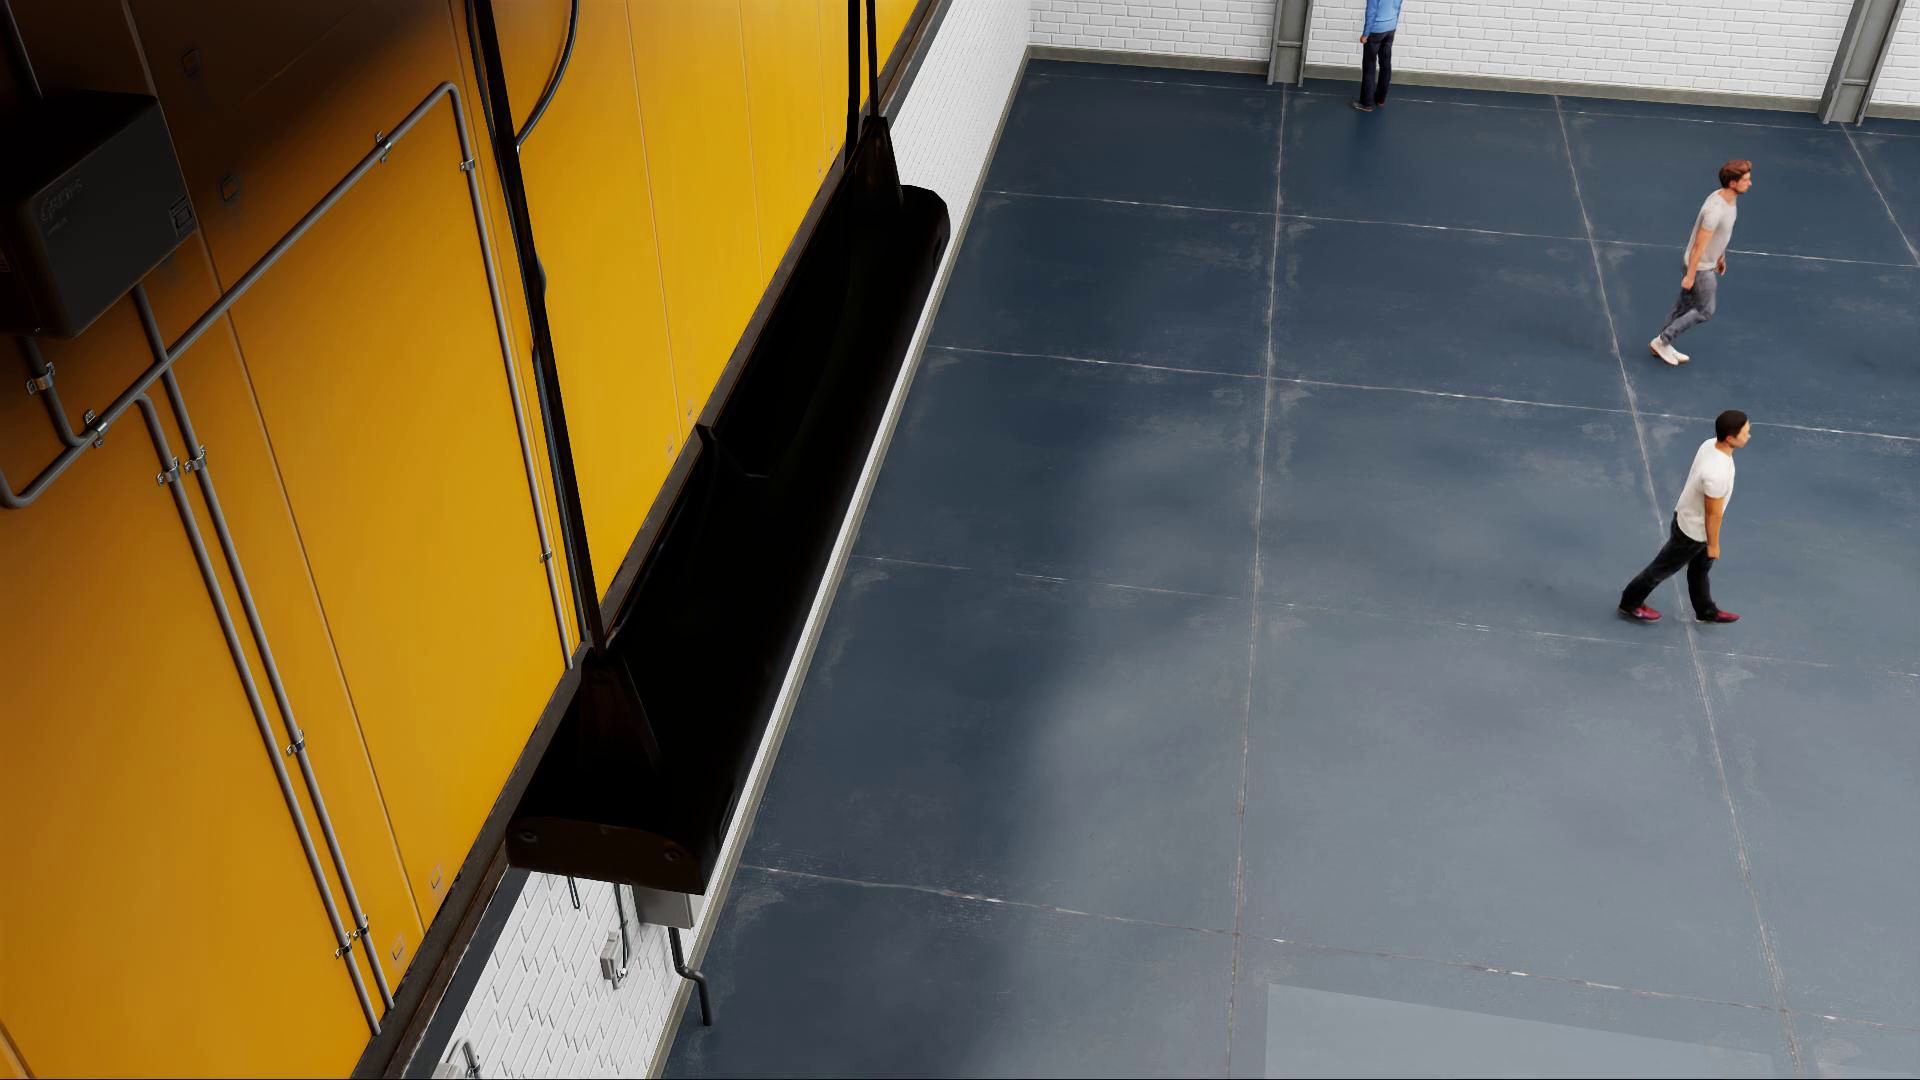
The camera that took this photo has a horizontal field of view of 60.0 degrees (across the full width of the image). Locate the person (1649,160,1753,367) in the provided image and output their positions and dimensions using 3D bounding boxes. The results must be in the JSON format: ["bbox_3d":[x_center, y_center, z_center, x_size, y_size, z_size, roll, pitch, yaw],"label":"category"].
[{"bbox_3d":[6.066,-2.310,13.822,0.746,1.881,0.742,17,42,20],"label":"person"}]

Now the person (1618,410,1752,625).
[{"bbox_3d":[4.831,-0.129,11.179,1.078,1.771,0.788,14,41,17],"label":"person"}]

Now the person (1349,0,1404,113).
[{"bbox_3d":[4.537,-5.538,17.918,0.721,1.813,0.790,-22,44,-25],"label":"person"}]
